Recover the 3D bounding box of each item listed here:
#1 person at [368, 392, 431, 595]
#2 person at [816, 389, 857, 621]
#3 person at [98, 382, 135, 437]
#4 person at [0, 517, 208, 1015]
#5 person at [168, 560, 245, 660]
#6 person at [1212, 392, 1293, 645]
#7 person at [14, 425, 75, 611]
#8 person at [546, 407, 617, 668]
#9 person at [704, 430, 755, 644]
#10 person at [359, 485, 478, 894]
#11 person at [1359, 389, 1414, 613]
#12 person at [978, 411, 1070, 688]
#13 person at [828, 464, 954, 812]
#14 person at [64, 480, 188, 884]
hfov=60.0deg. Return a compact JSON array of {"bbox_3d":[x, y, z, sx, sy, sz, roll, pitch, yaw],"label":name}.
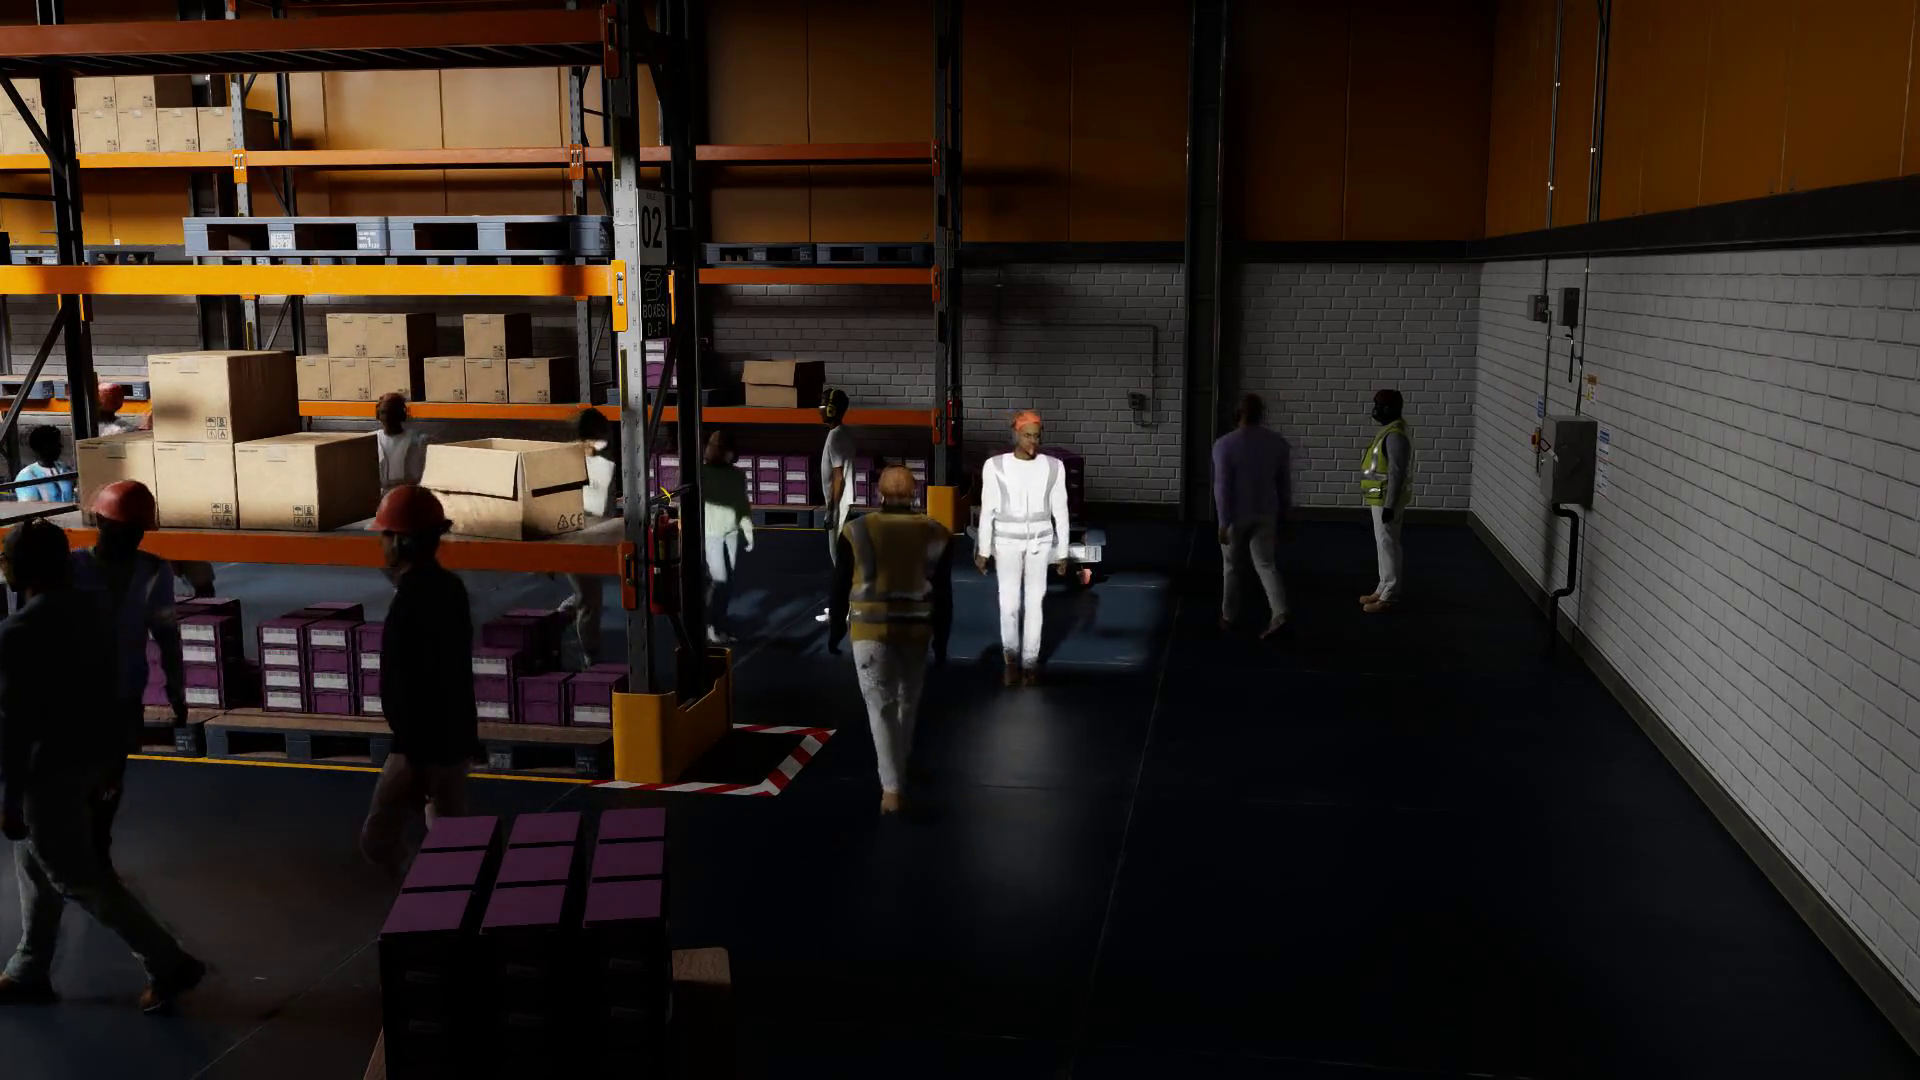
[{"bbox_3d":[-4.410,-0.230,13.072,0.578,1.867,0.540,1,9,6],"label":"person"},{"bbox_3d":[-0.993,-0.278,13.337,0.313,1.869,0.538,2,9,10],"label":"person"},{"bbox_3d":[-7.191,-0.404,14.112,0.658,1.884,0.387,6,11,34],"label":"person"},{"bbox_3d":[-3.313,0.854,6.207,0.956,1.905,0.639,0,9,2],"label":"person"},{"bbox_3d":[-5.400,0.018,11.443,0.978,1.892,0.563,1,9,9],"label":"person"},{"bbox_3d":[2.247,-0.168,12.628,0.642,1.897,0.985,-2,9,-12],"label":"person"},{"bbox_3d":[-6.808,-0.036,12.488,0.869,1.644,0.545,3,10,17],"label":"person"},{"bbox_3d":[-2.641,0.033,11.339,0.871,1.903,0.657,5,10,26],"label":"person"},{"bbox_3d":[-1.768,-0.012,12.432,0.388,1.616,0.528,9,13,43],"label":"person"},{"bbox_3d":[-2.069,0.771,6.466,0.471,1.980,0.647,0,9,2],"label":"person"},{"bbox_3d":[3.505,-0.324,13.711,0.429,1.842,0.636,2,9,10],"label":"person"},{"bbox_3d":[0.445,0.079,11.121,0.622,1.867,0.523,-2,9,-10],"label":"person"},{"bbox_3d":[-0.357,0.497,8.778,0.630,1.804,0.949,-2,9,-15],"label":"person"},{"bbox_3d":[-3.812,0.662,7.460,0.642,1.880,0.572,8,12,42],"label":"person"}]
